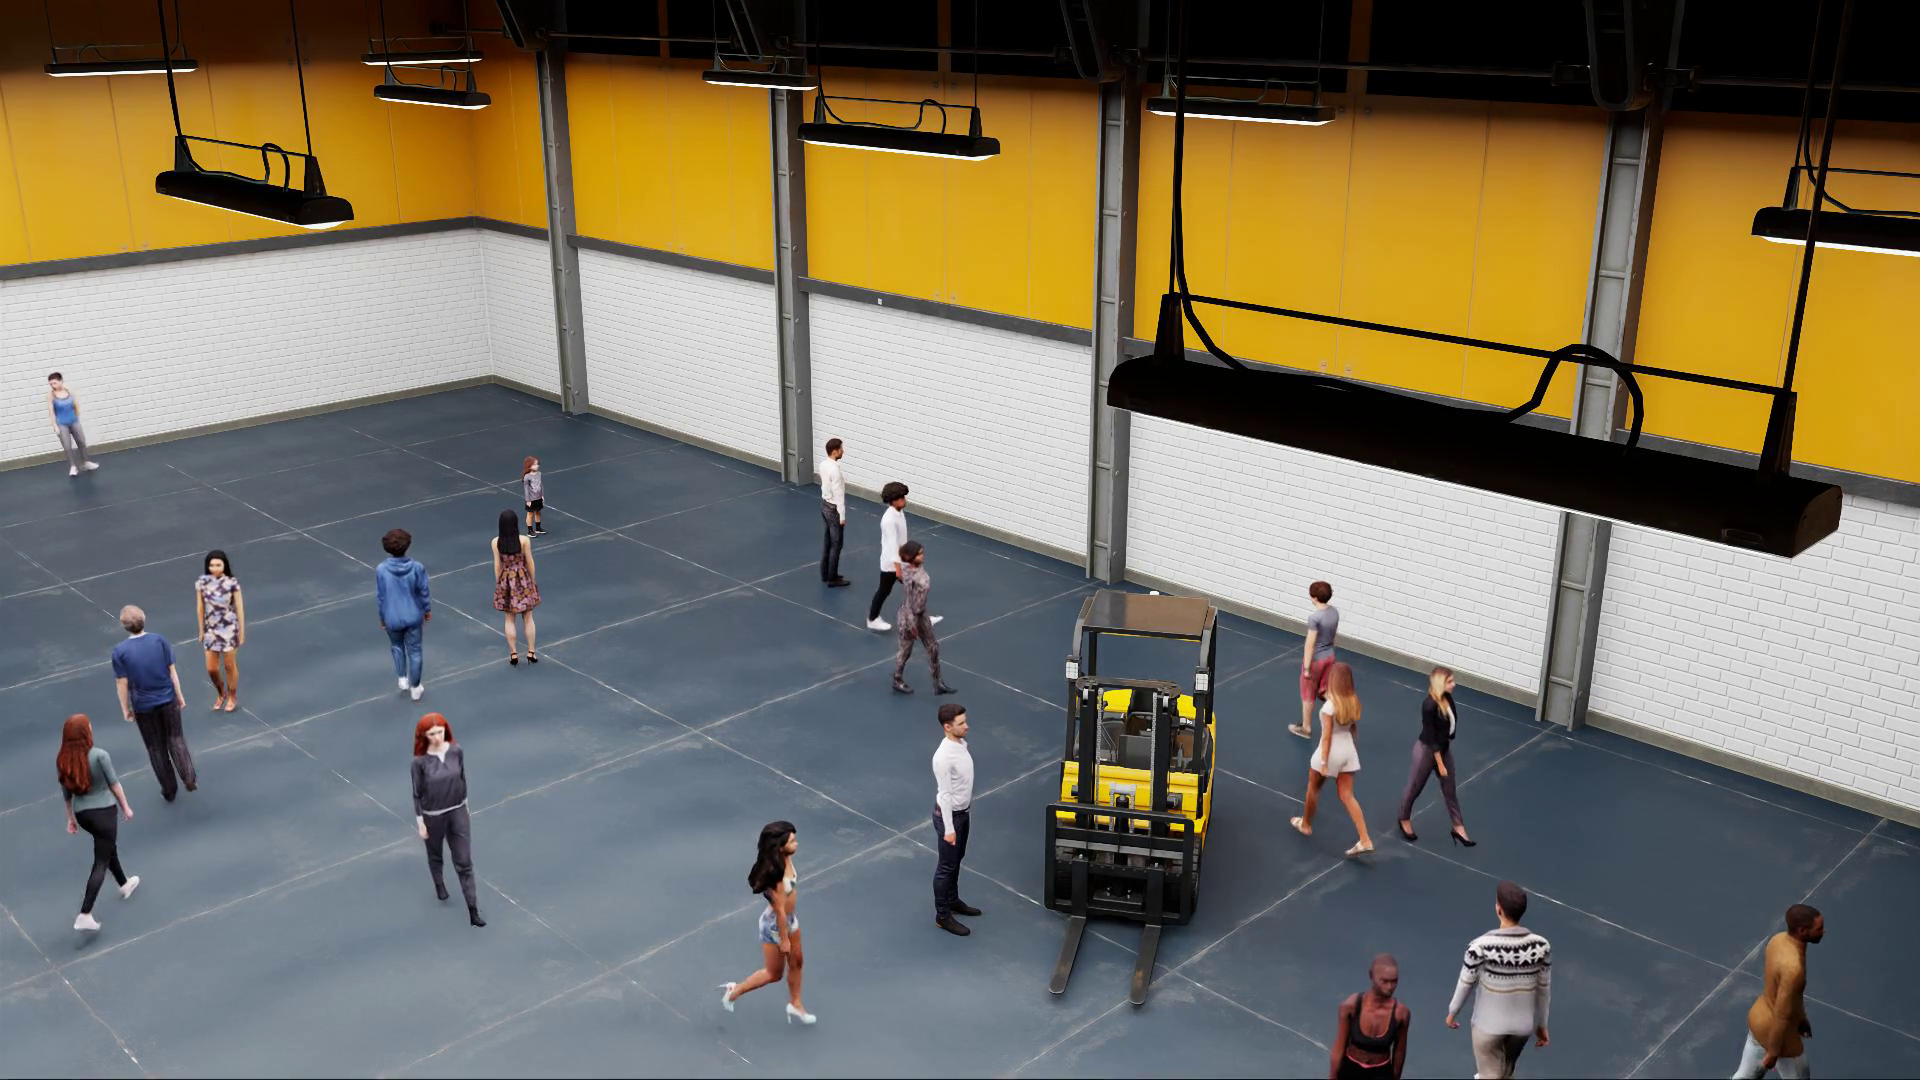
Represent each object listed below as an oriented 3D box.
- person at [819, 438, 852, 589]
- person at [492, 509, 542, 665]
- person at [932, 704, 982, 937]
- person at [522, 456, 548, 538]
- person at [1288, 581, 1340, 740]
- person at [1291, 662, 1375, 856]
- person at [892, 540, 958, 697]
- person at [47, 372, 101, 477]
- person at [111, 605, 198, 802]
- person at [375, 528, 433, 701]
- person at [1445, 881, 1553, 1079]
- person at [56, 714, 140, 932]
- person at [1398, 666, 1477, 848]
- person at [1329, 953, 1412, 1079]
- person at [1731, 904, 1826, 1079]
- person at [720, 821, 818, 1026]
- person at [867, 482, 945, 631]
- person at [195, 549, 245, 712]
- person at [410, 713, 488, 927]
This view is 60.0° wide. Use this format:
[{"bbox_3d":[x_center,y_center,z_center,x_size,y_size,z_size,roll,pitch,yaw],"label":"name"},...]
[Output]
[{"bbox_3d":[-1.566,-0.339,20.308,0.790,1.865,0.594,-10,21,-27],"label":"person"},{"bbox_3d":[-4.786,0.512,17.923,0.799,1.774,0.843,-3,19,-10],"label":"person"},{"bbox_3d":[-0.068,2.132,12.967,0.731,1.868,0.714,6,20,17],"label":"person"},{"bbox_3d":[-5.713,-0.596,22.264,0.504,1.105,0.507,11,21,29],"label":"person"},{"bbox_3d":[3.540,1.206,16.080,0.715,1.635,0.980,-12,22,-31],"label":"person"},{"bbox_3d":[3.251,1.880,14.047,0.754,1.656,1.170,-12,22,-31],"label":"person"},{"bbox_3d":[-0.552,0.816,17.161,1.022,1.686,0.770,10,21,27],"label":"person"},{"bbox_3d":[-13.348,-1.738,24.911,0.600,1.578,0.742,10,21,27],"label":"person"},{"bbox_3d":[-7.162,1.508,14.859,0.702,1.844,0.842,-14,23,-35],"label":"person"},{"bbox_3d":[-5.716,0.791,17.064,0.842,1.795,0.886,-4,19,-12],"label":"person"},{"bbox_3d":[3.399,3.044,10.314,1.088,1.832,1.181,-2,19,-5],"label":"person"},{"bbox_3d":[-6.760,2.221,12.958,1.132,1.704,1.113,2,19,6],"label":"person"},{"bbox_3d":[3.934,1.833,14.198,0.577,1.648,0.896,-18,25,-42],"label":"person"},{"bbox_3d":[2.432,3.216,10.006,1.230,1.704,1.060,5,19,16],"label":"person"},{"bbox_3d":[4.970,3.056,10.349,1.044,1.788,0.931,3,19,9],"label":"person"},{"bbox_3d":[-1.329,2.724,11.622,0.989,1.604,0.881,2,19,6],"label":"person"},{"bbox_3d":[-0.819,0.226,18.794,1.220,1.761,1.020,5,19,14],"label":"person"},{"bbox_3d":[-7.455,0.898,16.868,0.734,1.716,0.765,-3,19,-8],"label":"person"},{"bbox_3d":[-4.110,2.163,13.114,0.783,1.715,1.225,-11,22,-31],"label":"person"}]
